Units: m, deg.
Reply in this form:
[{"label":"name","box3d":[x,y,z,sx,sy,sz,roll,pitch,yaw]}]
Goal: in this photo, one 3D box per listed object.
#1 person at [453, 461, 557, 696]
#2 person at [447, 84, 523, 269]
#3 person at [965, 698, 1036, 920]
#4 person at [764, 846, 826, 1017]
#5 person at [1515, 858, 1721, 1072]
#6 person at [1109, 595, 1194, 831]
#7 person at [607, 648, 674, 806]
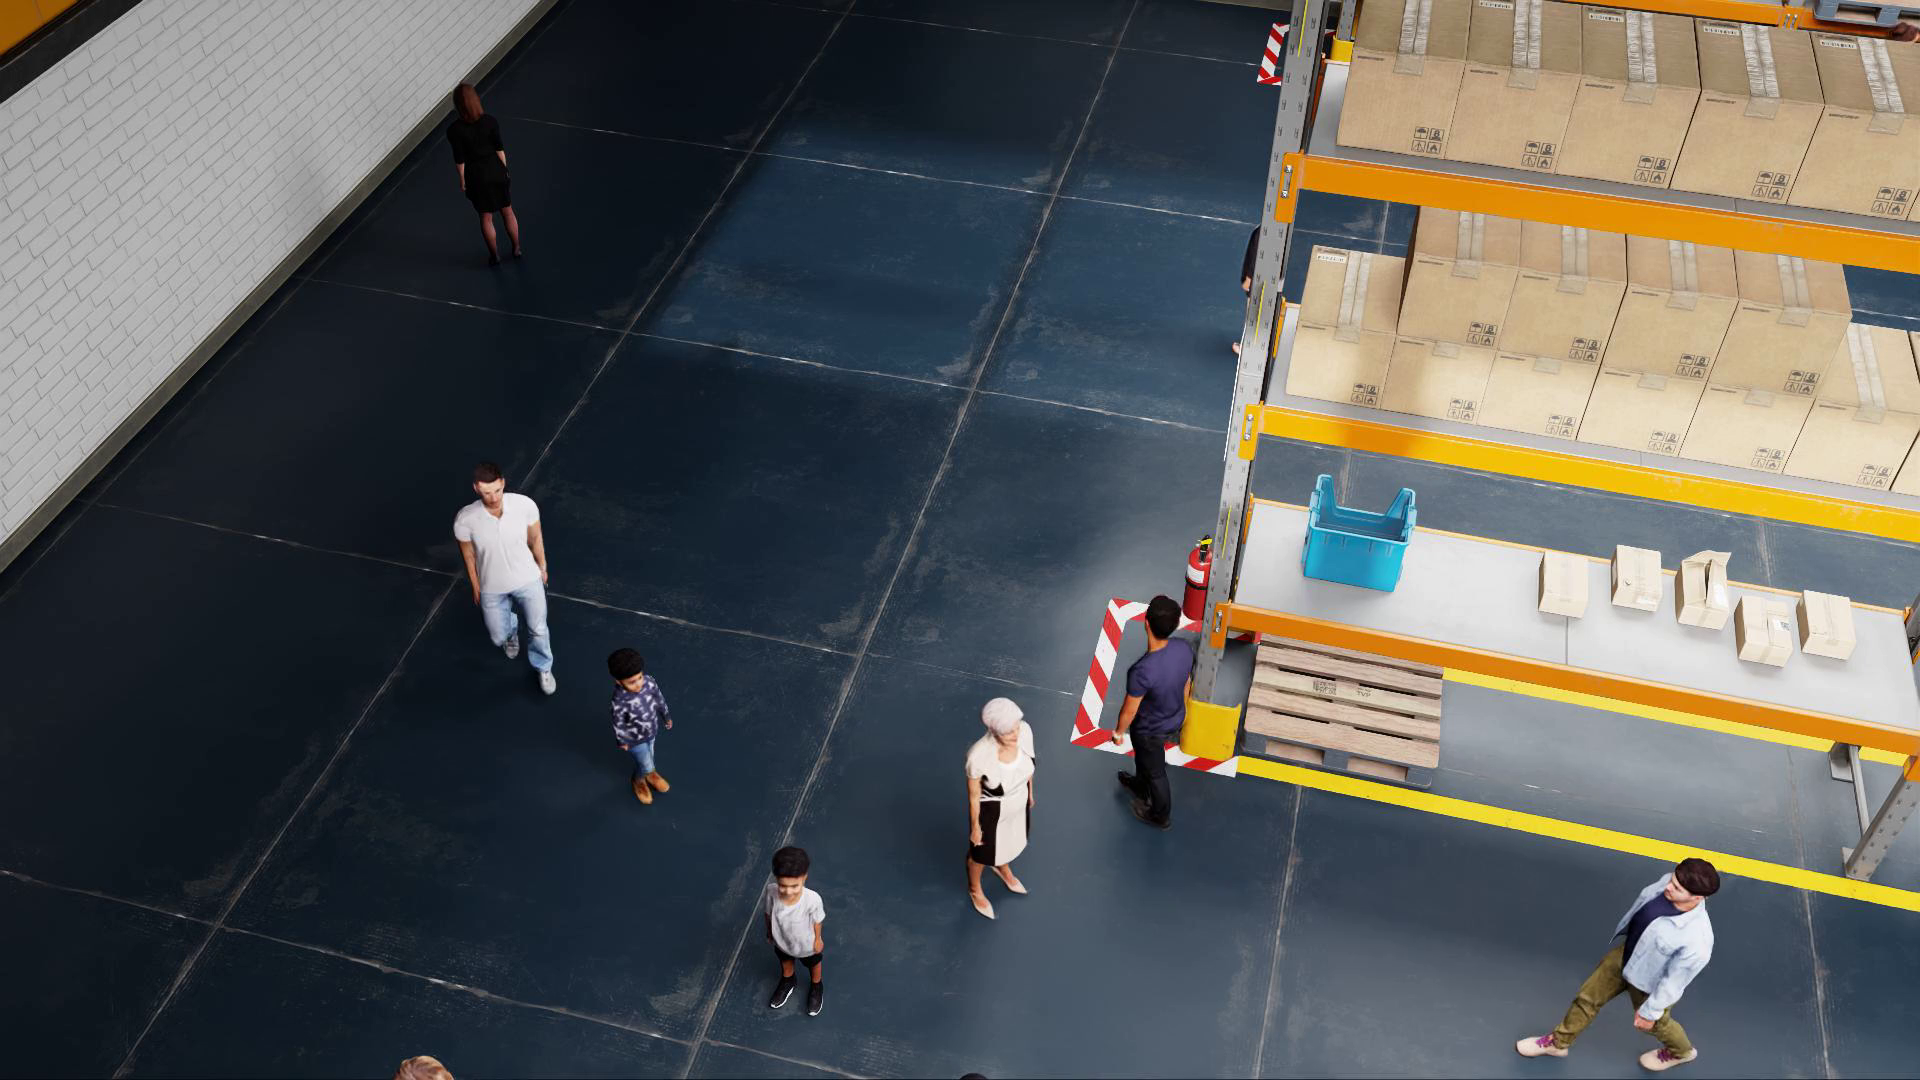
[{"label":"person","box3d":[-2.877,0.187,10.556,0.925,1.848,0.961,-13,45,-13]},{"label":"person","box3d":[-4.012,-3.067,14.075,0.640,1.706,0.712,-19,47,-19]},{"label":"person","box3d":[0.204,1.474,9.275,0.689,1.751,0.708,-31,52,-29]},{"label":"person","box3d":[-0.888,2.093,8.978,0.444,1.265,0.543,9,44,10]},{"label":"person","box3d":[3.590,2.219,8.480,1.255,1.770,0.902,0,44,0]},{"label":"person","box3d":[1.207,1.104,9.658,0.854,1.759,0.807,32,52,29]},{"label":"person","box3d":[-1.974,1.085,10.052,0.569,1.242,0.562,26,50,25]}]
